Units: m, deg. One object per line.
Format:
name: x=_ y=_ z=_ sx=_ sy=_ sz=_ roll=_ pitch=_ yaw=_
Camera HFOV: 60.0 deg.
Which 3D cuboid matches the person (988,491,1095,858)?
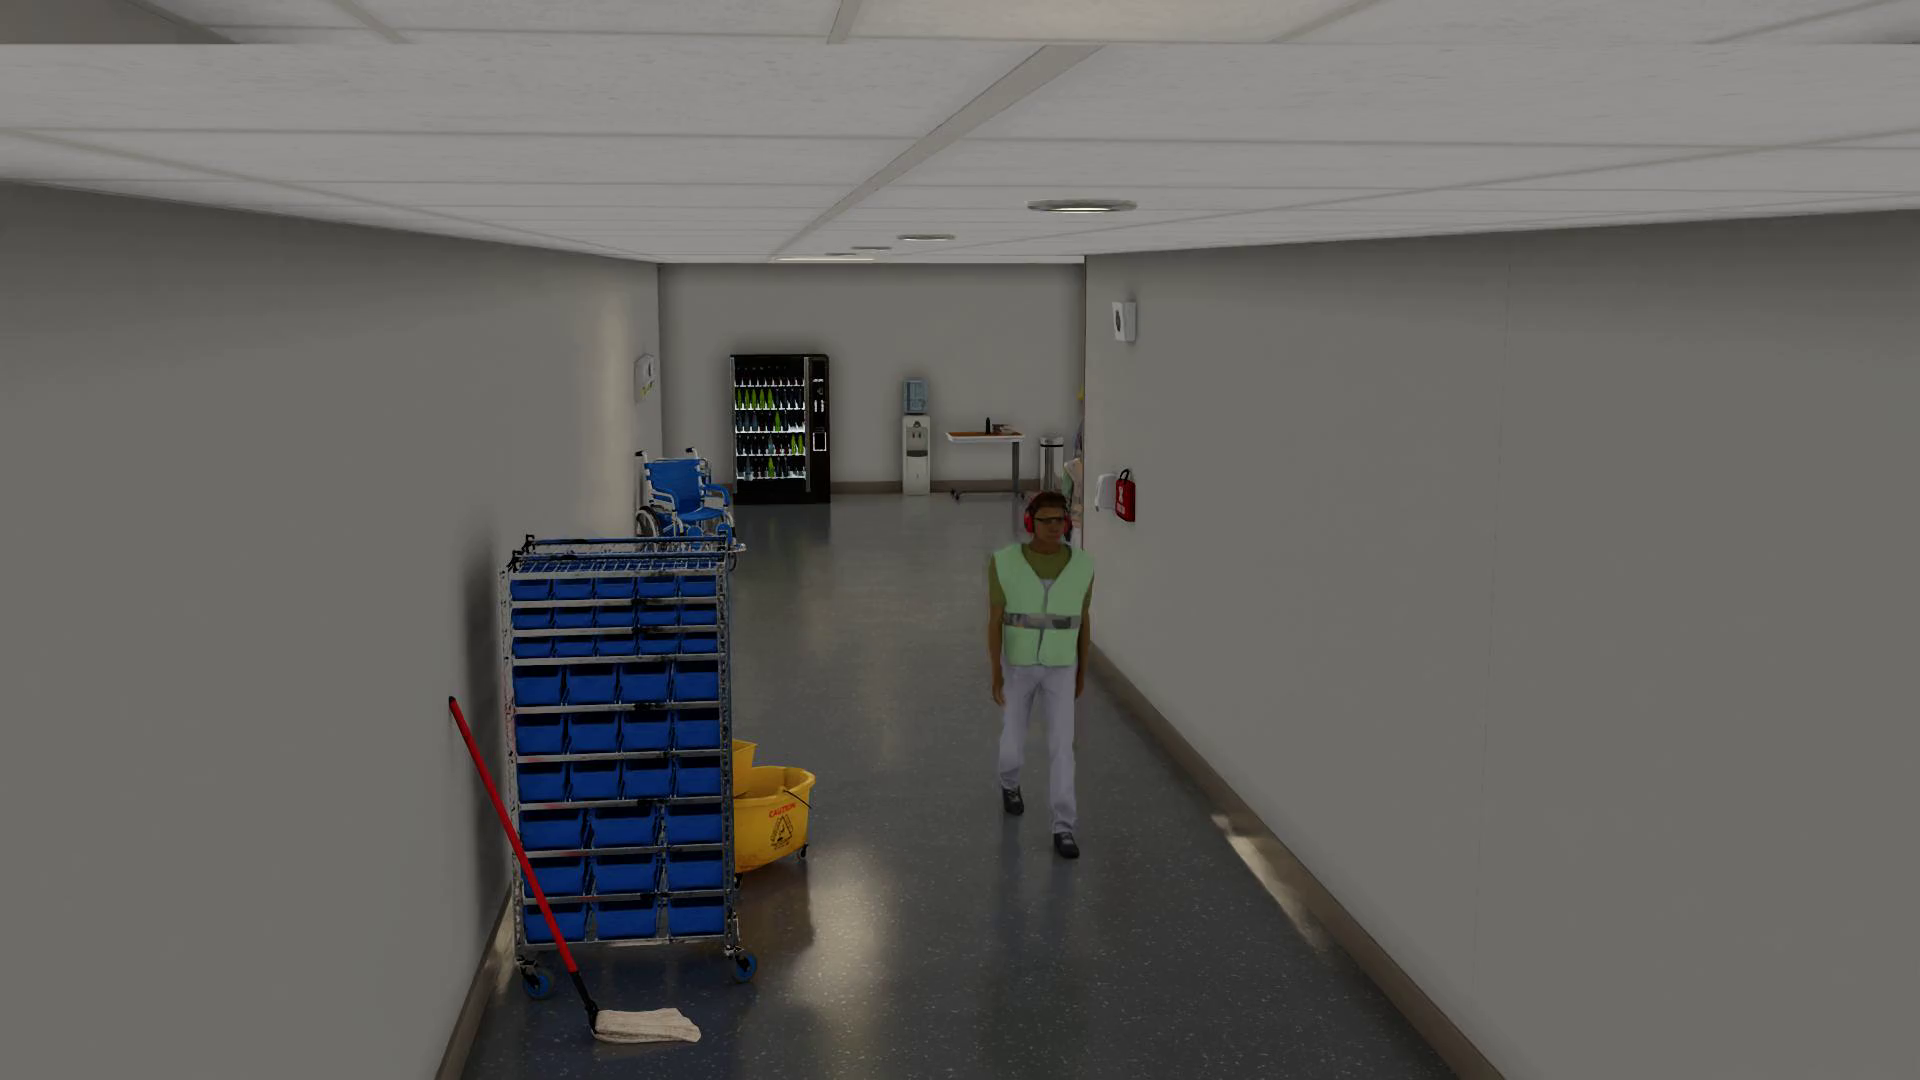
person: x=0.405 y=0.625 z=8.552 sx=0.560 sy=1.812 sz=0.941 roll=-1 pitch=9 yaw=-7
